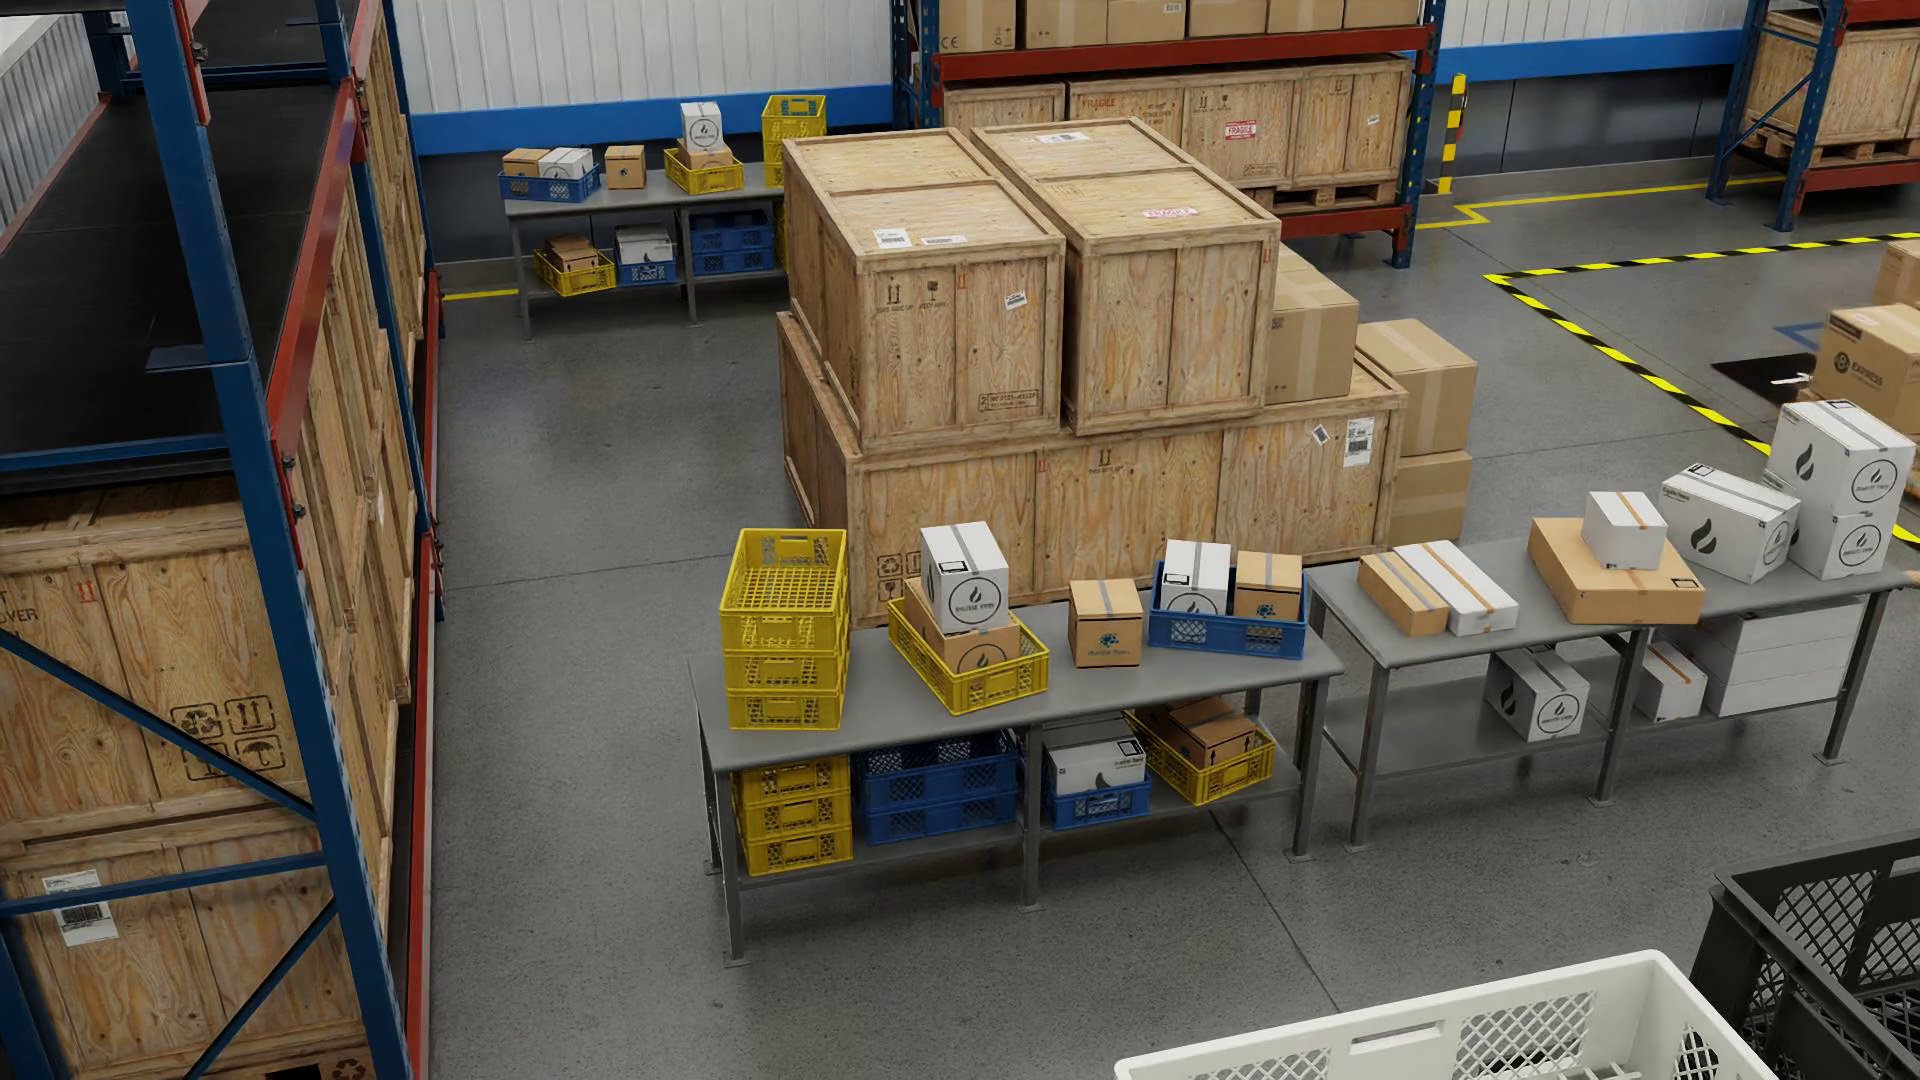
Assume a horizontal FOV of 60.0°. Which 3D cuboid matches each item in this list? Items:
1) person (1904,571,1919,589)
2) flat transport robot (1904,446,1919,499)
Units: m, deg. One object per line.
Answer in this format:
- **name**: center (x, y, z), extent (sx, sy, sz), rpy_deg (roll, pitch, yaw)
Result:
- **person**: center (5.215, -0.556, 8.286), extent (0.366, 2.047, 0.605), rpy_deg (1, 29, 2)
- **flat transport robot**: center (5.797, -0.515, 10.022), extent (0.652, 0.197, 1.431), rpy_deg (-7, 30, -13)
